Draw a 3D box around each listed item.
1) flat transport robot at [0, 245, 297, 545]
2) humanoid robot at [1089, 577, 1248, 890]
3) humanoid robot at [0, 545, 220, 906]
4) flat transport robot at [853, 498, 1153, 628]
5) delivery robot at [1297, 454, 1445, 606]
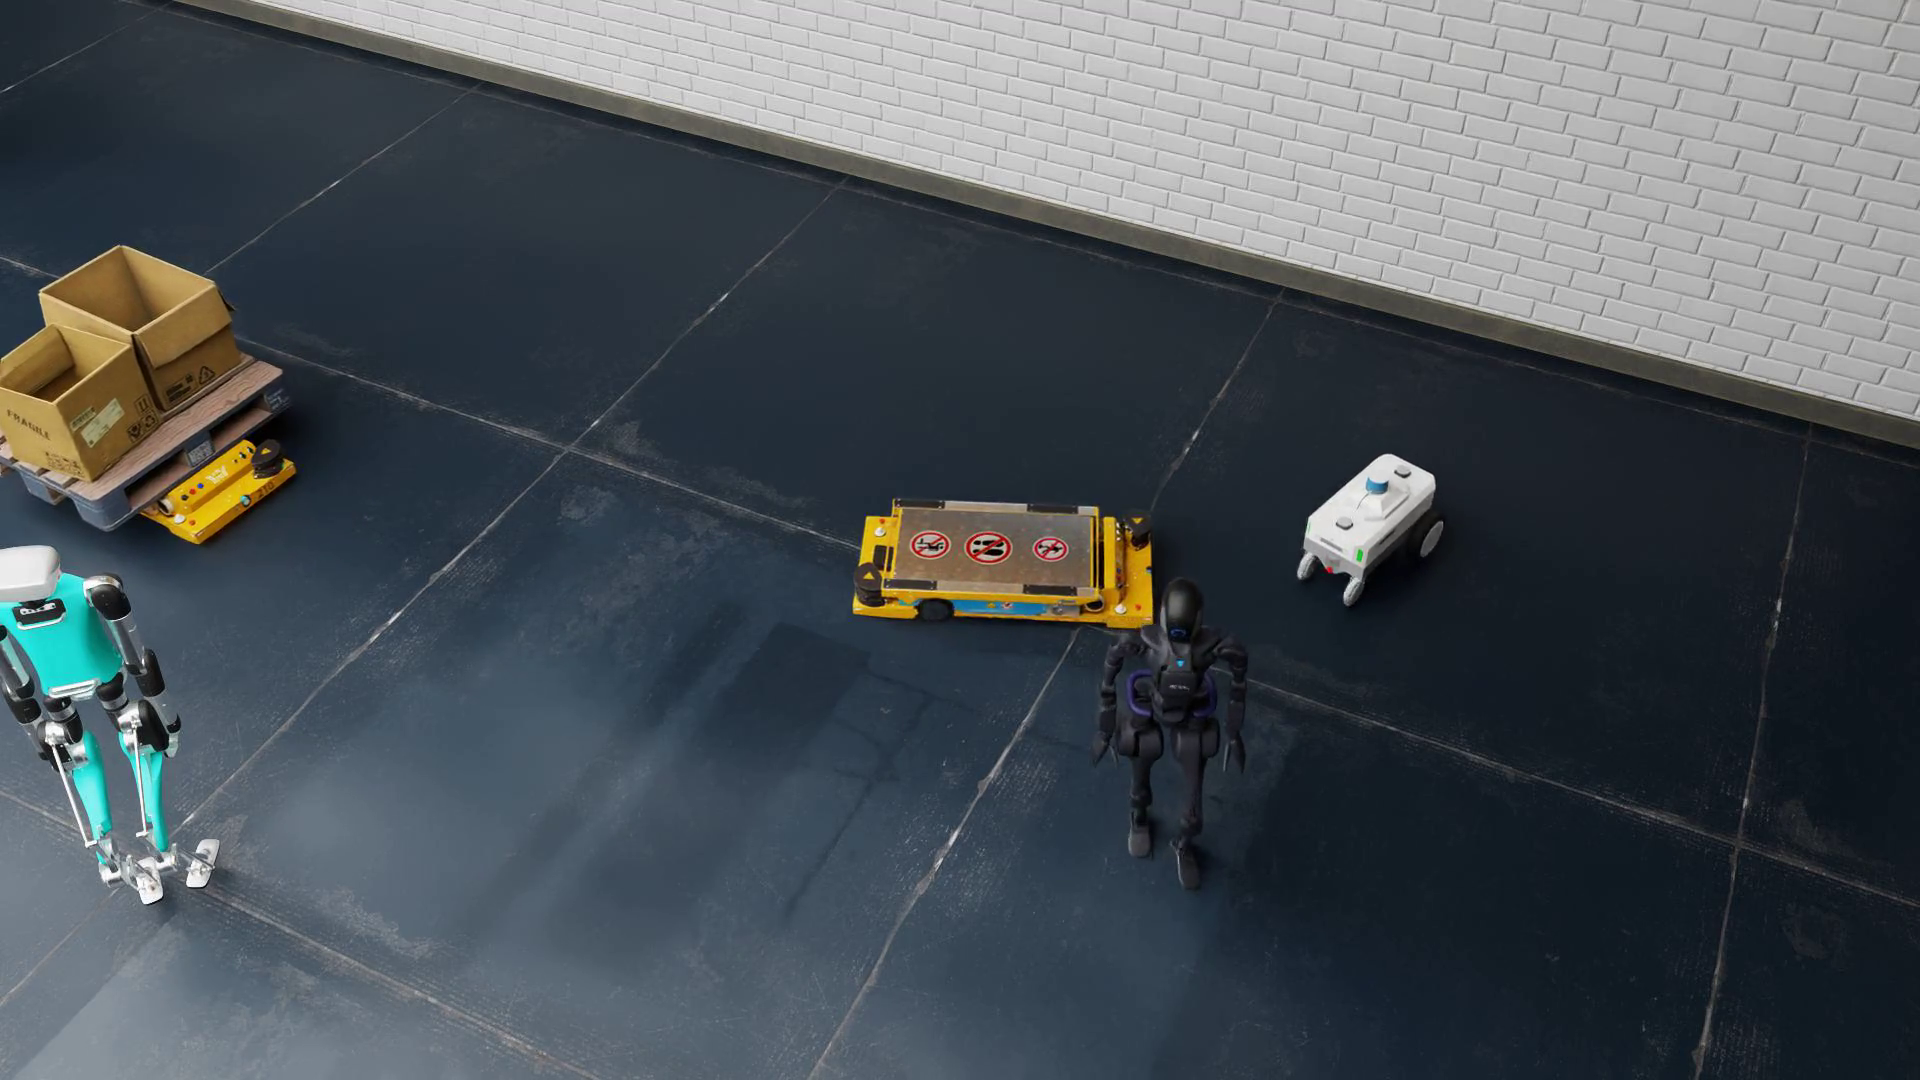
[{"bbox_3d":[-4.262,-0.468,8.760,1.431,0.231,0.659,22,47,22],"label":"flat transport robot"},{"bbox_3d":[0.821,0.708,6.466,0.616,1.638,0.407,1,43,1],"label":"humanoid robot"},{"bbox_3d":[-3.201,0.824,6.188,0.533,1.677,0.735,-12,44,-12],"label":"humanoid robot"},{"bbox_3d":[0.221,0.114,8.132,1.431,0.231,0.659,2,43,3],"label":"flat transport robot"},{"bbox_3d":[2.016,-0.095,8.158,0.499,0.608,0.797,32,52,30],"label":"delivery robot"}]
